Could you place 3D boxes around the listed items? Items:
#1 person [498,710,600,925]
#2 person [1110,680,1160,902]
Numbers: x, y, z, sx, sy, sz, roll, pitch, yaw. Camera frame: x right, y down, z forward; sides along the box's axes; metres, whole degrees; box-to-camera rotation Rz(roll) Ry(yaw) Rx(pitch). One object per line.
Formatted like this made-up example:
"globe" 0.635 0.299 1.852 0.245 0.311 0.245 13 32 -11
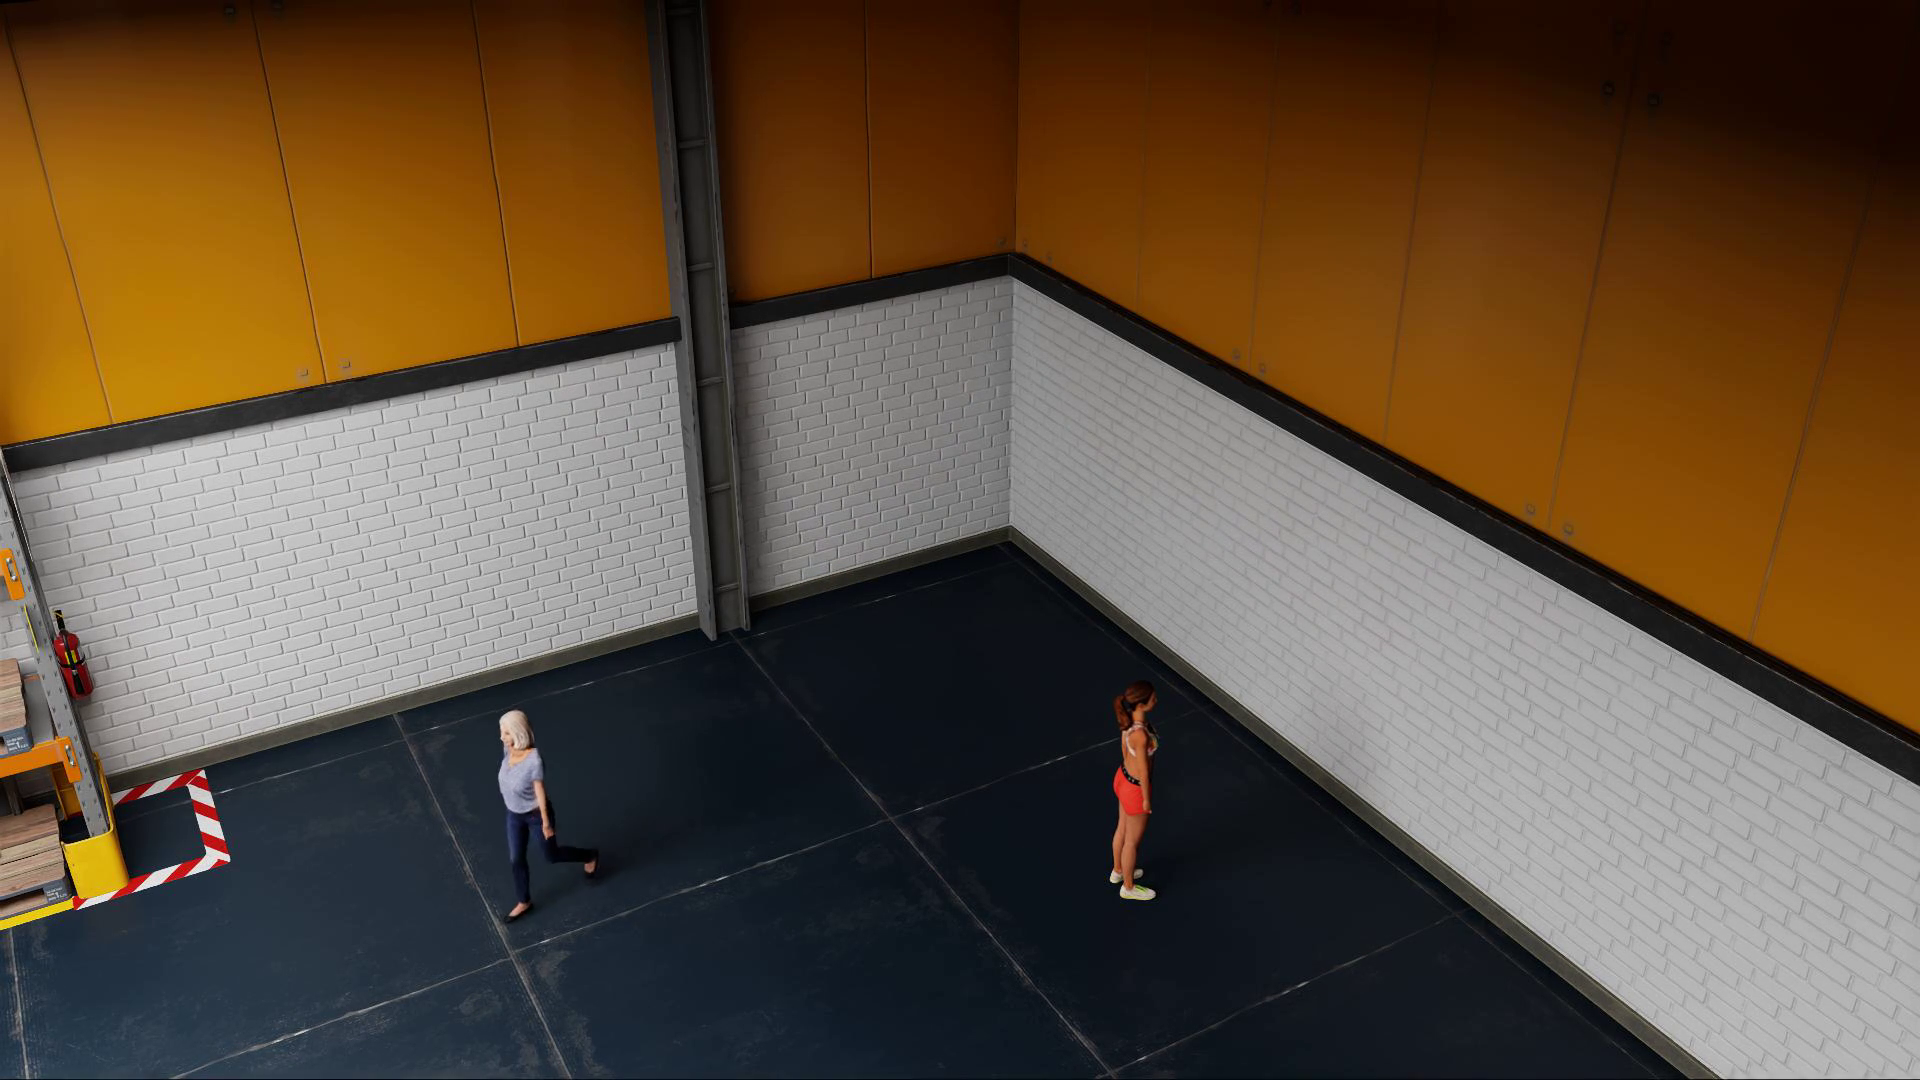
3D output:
"person" -2.933 1.878 11.658 0.804 1.697 1.093 23 36 35
"person" 1.229 1.757 11.781 0.654 1.791 0.645 -6 29 -10
